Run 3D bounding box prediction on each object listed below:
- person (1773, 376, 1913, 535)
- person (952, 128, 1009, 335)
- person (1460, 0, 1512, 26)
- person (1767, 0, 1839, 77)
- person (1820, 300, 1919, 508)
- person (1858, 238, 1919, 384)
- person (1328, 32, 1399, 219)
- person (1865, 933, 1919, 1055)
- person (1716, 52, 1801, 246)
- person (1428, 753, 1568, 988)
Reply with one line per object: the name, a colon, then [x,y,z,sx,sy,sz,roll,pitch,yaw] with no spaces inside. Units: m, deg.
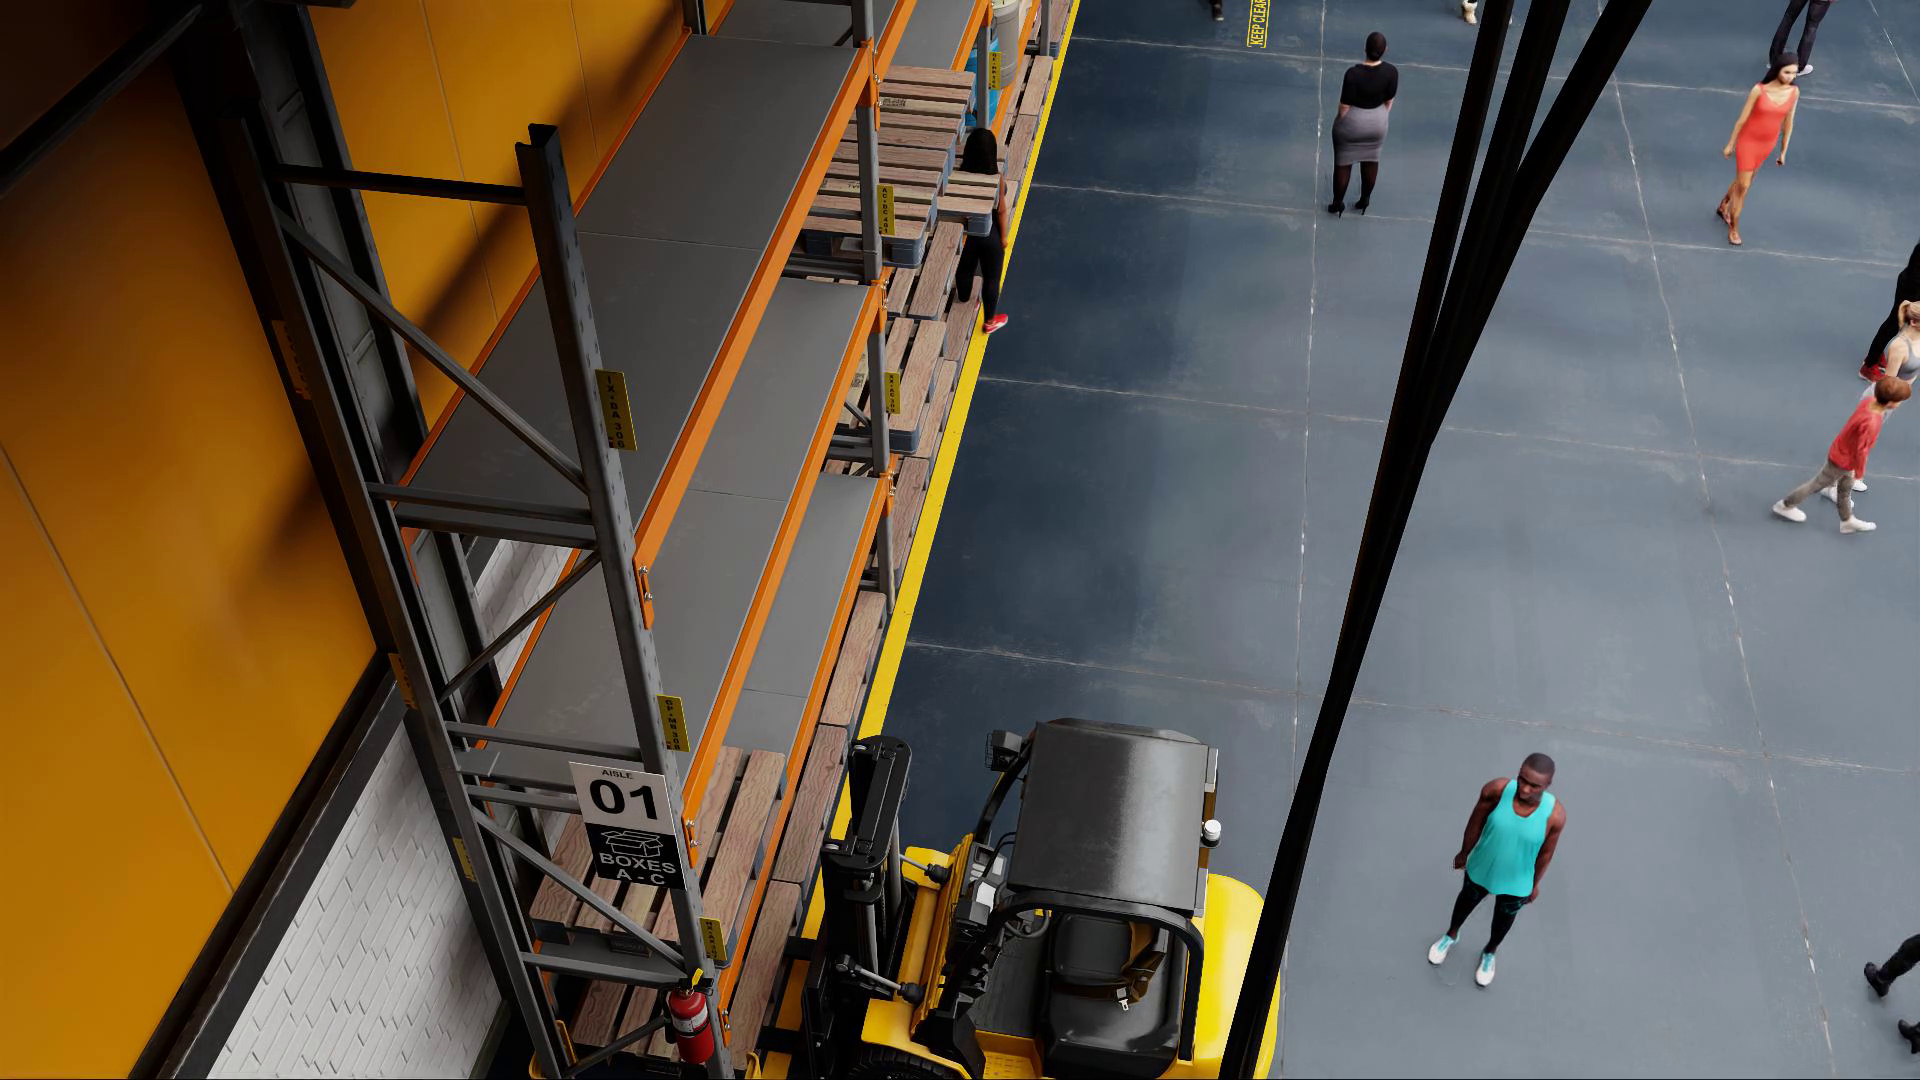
person: [6.230,-0.616,11.857,0.767,1.381,0.914,18,46,18]
person: [0.164,-2.518,13.538,0.754,1.816,0.758,26,49,24]
person: [5.717,-6.296,17.598,0.871,1.686,0.839,34,53,30]
person: [8.630,-5.614,16.763,0.762,1.851,0.739,-32,52,-29]
person: [6.657,-1.009,12.035,0.721,1.704,0.641,33,53,30]
person: [7.487,-1.976,13.071,0.737,1.675,0.623,26,49,25]
person: [3.581,-3.680,14.798,0.742,1.760,0.728,-6,44,-6]
person: [5.302,2.208,8.755,0.633,1.570,0.801,1,44,1]
person: [6.999,-3.542,14.701,0.752,1.695,0.983,-2,44,-2]
person: [2.950,1.775,9.036,0.685,1.810,0.645,23,48,22]
